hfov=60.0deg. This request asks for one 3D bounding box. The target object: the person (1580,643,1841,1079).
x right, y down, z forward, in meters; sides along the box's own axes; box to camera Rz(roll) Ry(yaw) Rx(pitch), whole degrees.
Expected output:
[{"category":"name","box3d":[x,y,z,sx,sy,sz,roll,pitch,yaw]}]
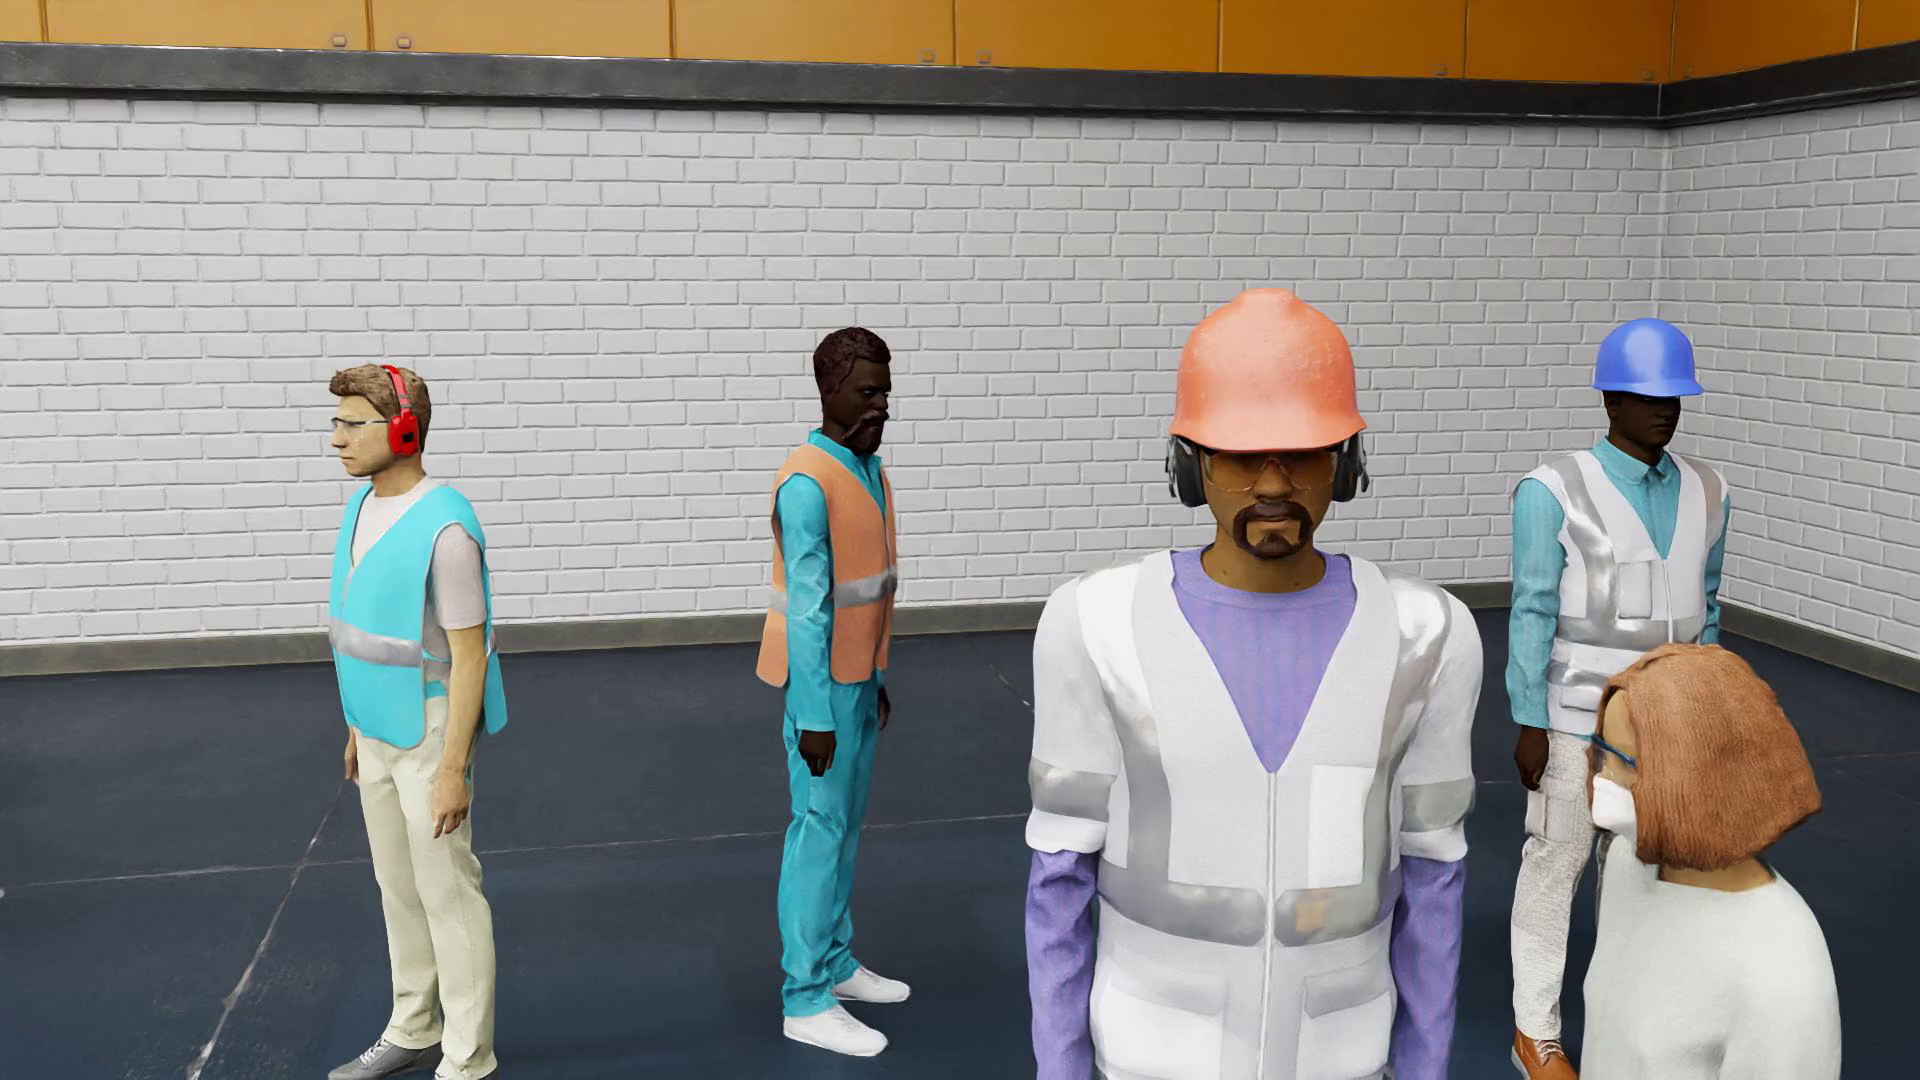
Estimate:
[{"category":"person","box3d":[0.896,0.928,2.090,0.280,1.628,0.504,0,9,0]}]

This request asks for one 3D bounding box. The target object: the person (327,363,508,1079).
[{"category":"person","box3d":[-1.328,0.492,4.070,0.565,1.846,0.390,9,13,44]}]

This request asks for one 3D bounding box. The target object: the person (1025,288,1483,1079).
[{"category":"person","box3d":[0.390,0.692,2.253,0.605,2.044,0.375,0,9,0]}]

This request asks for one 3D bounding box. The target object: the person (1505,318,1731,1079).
[{"category":"person","box3d":[1.644,0.425,4.166,0.605,1.948,0.391,-3,10,-17]}]

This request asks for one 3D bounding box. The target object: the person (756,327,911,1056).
[{"category":"person","box3d":[-0.337,0.390,4.480,0.391,1.916,0.590,2,10,12]}]
